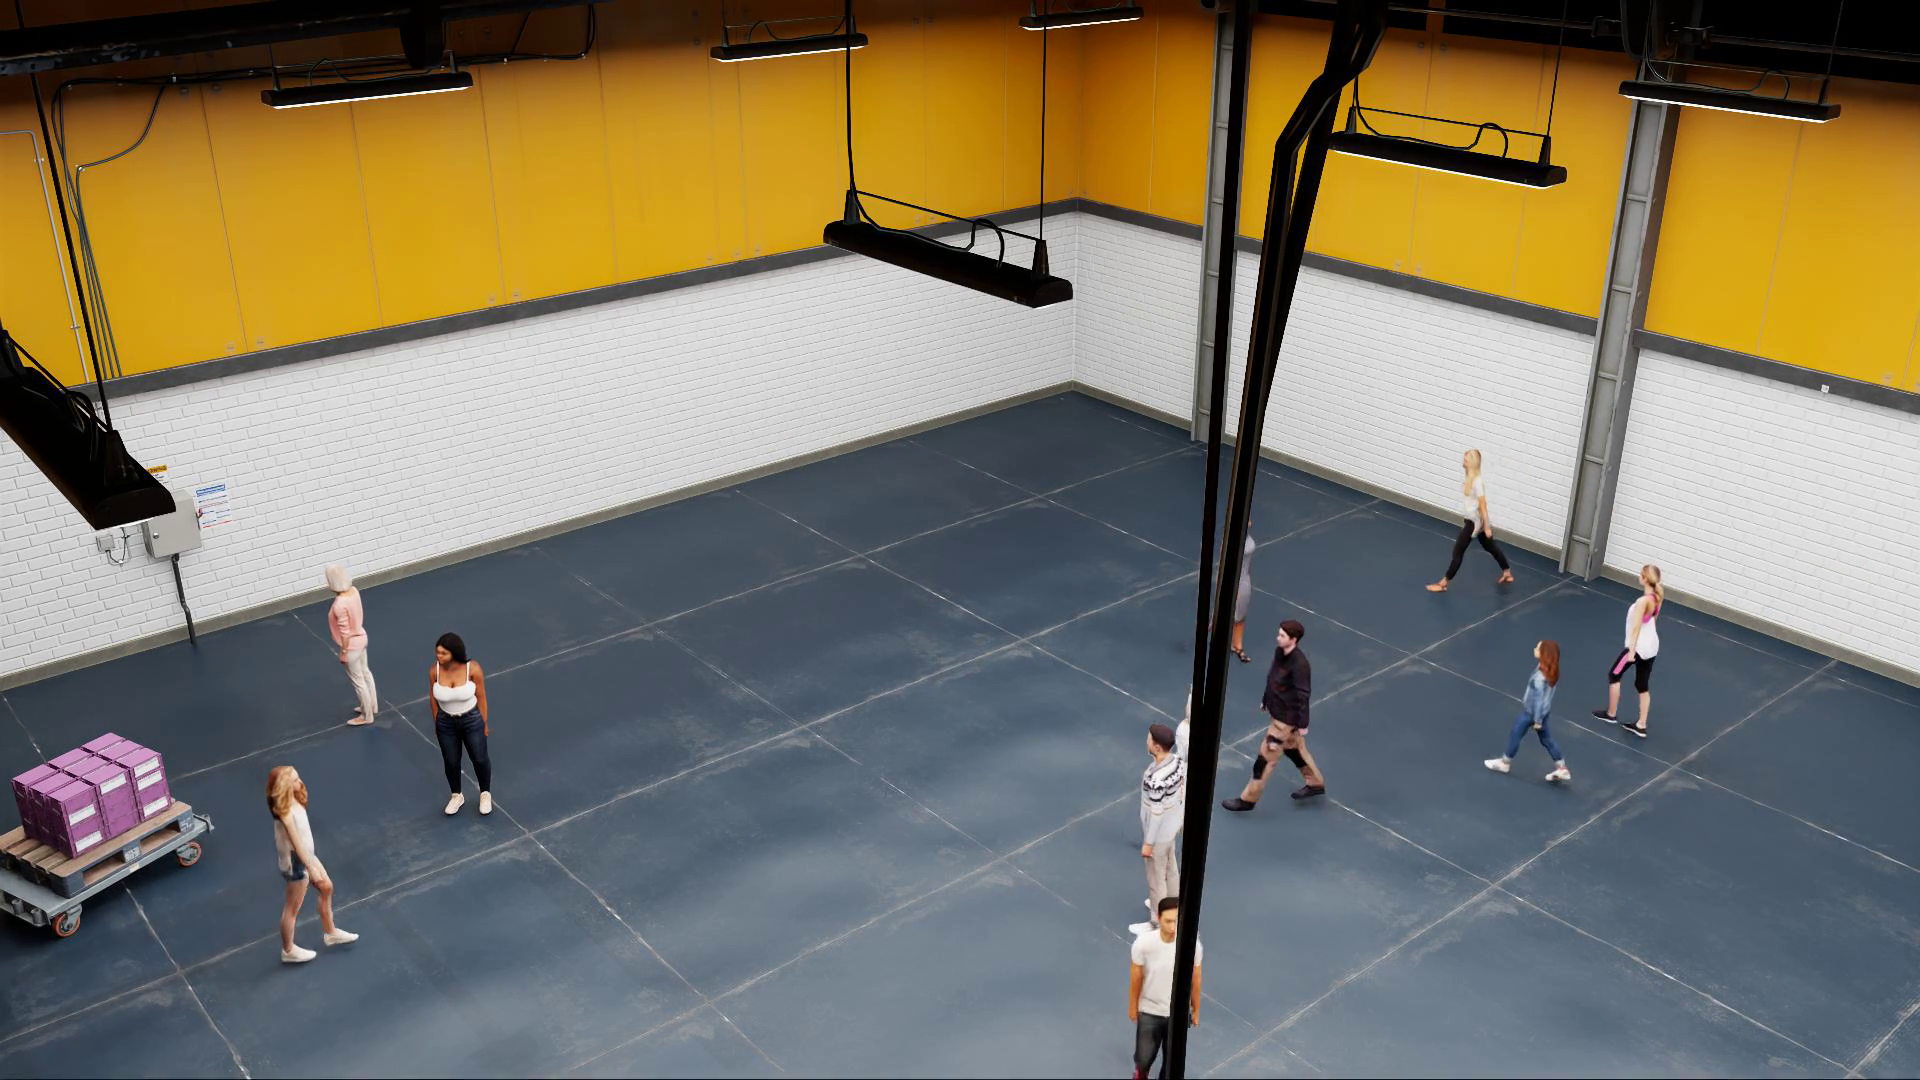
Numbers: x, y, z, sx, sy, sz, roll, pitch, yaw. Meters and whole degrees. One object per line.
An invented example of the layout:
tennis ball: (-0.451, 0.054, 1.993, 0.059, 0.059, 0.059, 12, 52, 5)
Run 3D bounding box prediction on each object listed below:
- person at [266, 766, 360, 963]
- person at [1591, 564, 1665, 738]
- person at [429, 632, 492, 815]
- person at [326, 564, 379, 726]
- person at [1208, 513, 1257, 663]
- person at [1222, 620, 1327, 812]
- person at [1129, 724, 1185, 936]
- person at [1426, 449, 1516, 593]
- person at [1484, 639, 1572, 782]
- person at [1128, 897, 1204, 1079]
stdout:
person: (-5.248, 2.549, 12.911, 0.828, 1.744, 0.845, -5, 24, -12)
person: (6.697, 1.111, 16.172, 0.670, 1.766, 0.804, -16, 28, -33)
person: (-4.476, 1.633, 14.928, 0.751, 1.807, 0.791, -1, 24, -2)
person: (-6.004, 1.017, 16.441, 0.735, 1.724, 0.655, 0, 24, -1)
person: (2.852, 0.470, 17.637, 0.943, 1.769, 0.778, 12, 26, 26)
person: (3.005, 1.587, 14.943, 1.180, 1.878, 1.289, -4, 24, -10)
person: (1.612, 2.308, 13.317, 0.705, 1.860, 0.757, 11, 26, 24)
person: (6.020, -0.180, 19.129, 1.287, 1.763, 1.212, 4, 24, 8)
person: (5.436, 1.604, 15.438, 1.054, 1.451, 0.725, 16, 28, 32)
person: (1.399, 3.162, 11.446, 0.823, 1.793, 0.886, -1, 24, -2)
